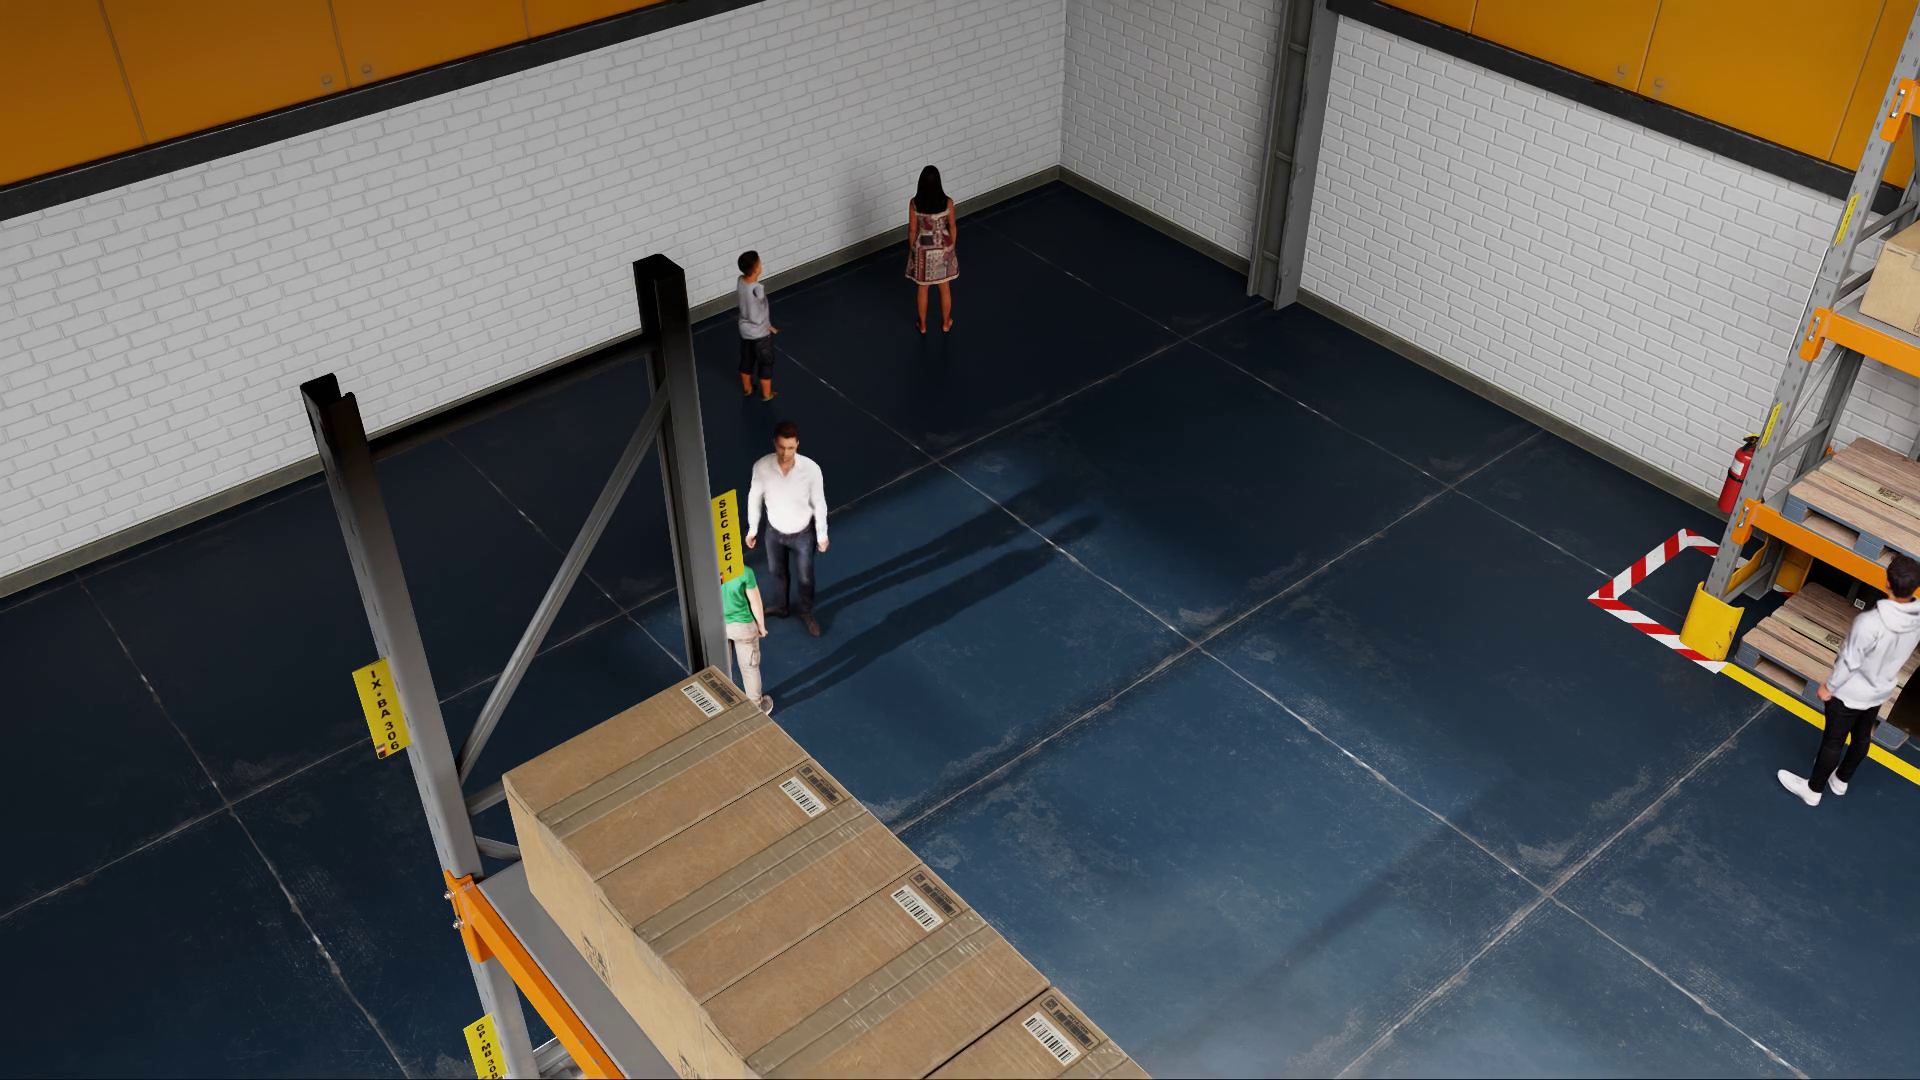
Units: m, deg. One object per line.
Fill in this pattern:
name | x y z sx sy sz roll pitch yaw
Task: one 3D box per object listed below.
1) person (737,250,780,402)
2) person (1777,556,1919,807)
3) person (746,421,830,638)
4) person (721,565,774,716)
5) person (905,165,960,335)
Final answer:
person | -1.764 -1.870 14.261 0.518 1.453 0.666 24 44 27
person | 5.668 0.904 10.407 0.752 1.927 0.716 -13 40 -16
person | -1.221 -0.090 11.707 0.796 1.858 0.936 14 41 17
person | -1.512 0.573 11.043 0.649 1.651 0.716 5 39 6
person | -0.253 -2.628 15.055 0.724 1.645 0.733 -3 39 -4
